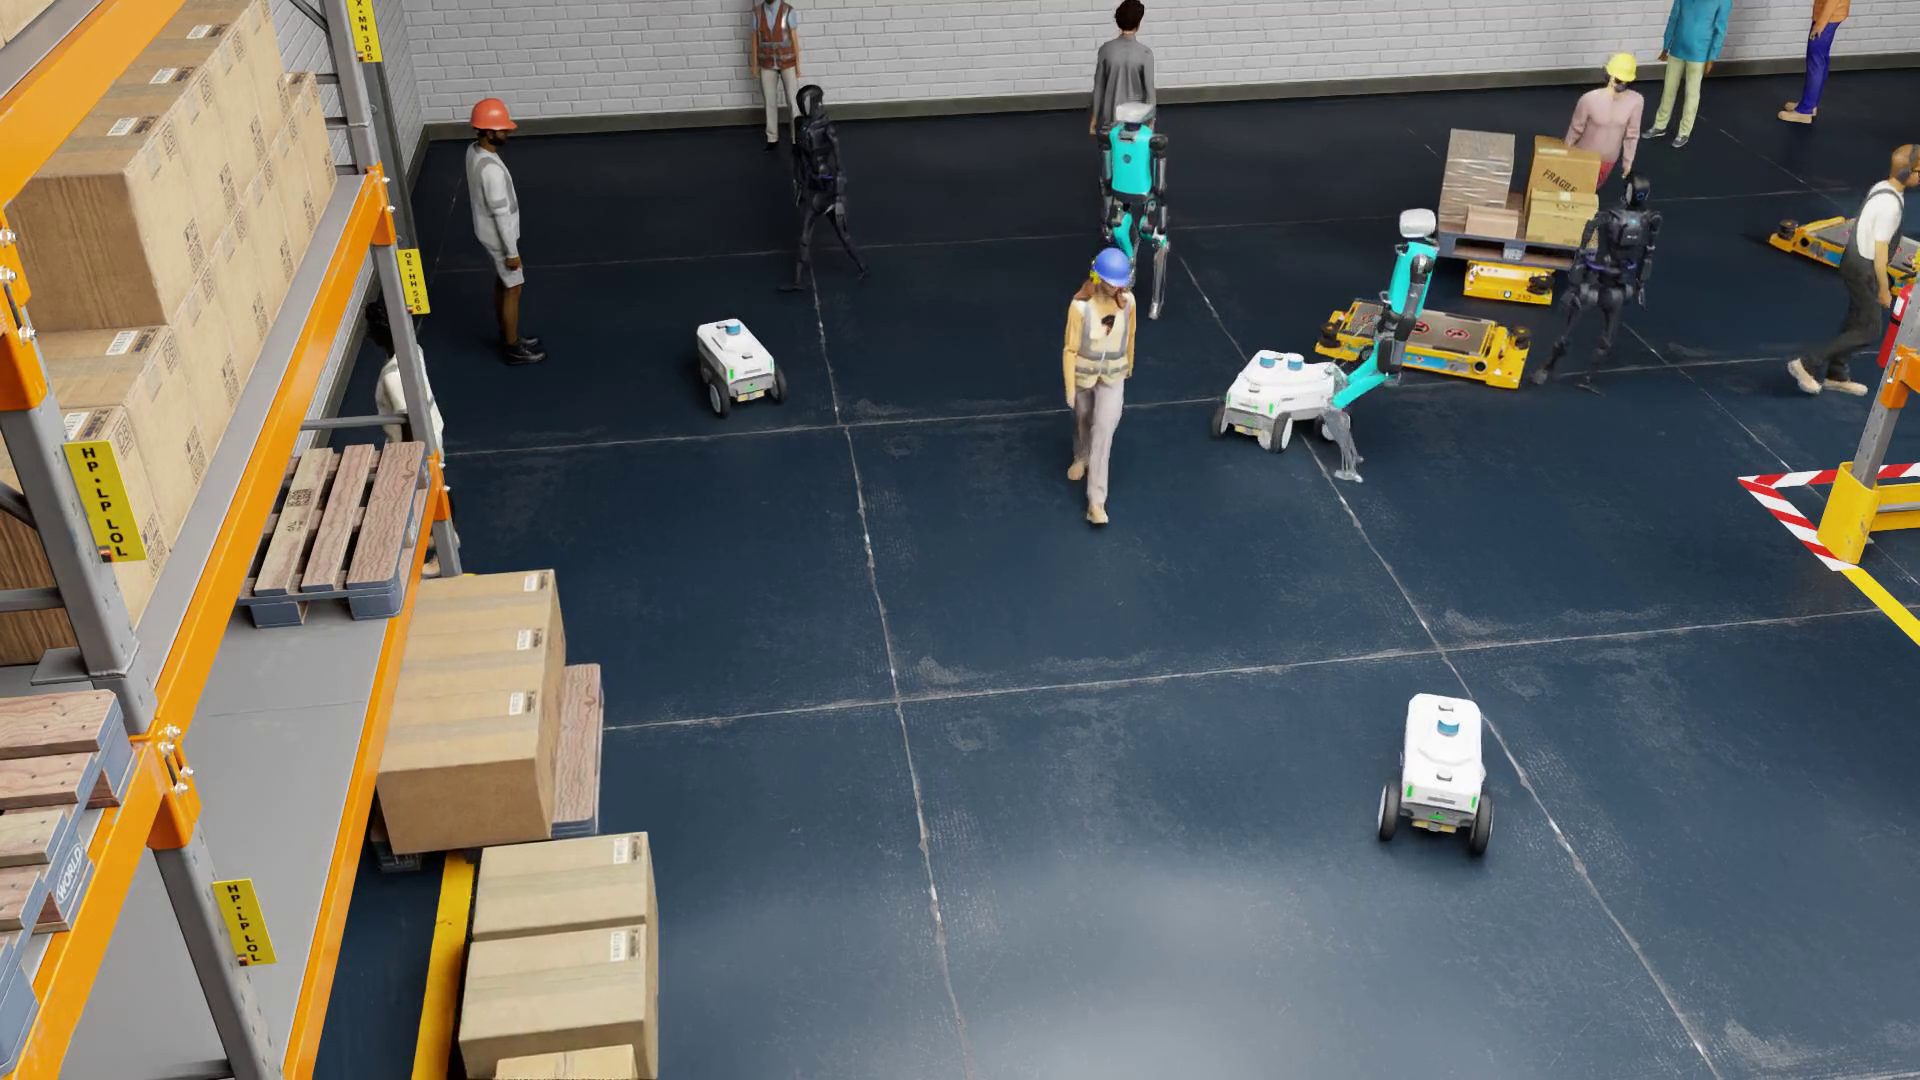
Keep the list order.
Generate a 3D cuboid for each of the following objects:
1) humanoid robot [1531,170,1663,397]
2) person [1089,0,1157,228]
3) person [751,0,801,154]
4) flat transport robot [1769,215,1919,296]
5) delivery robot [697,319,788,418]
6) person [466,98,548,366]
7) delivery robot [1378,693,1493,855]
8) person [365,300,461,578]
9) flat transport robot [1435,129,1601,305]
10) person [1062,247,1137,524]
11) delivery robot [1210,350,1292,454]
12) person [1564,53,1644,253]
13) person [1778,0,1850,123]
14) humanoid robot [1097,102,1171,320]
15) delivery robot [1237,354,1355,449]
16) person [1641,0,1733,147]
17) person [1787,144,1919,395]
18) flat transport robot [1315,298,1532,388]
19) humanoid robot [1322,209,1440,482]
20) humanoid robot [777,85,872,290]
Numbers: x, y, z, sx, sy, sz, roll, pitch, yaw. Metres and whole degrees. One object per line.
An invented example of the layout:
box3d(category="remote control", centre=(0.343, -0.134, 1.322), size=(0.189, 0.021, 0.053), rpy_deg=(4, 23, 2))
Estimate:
box3d(category="humanoid robot", centre=(4.340, -1.751, 11.255), size=(0.611, 1.645, 0.484), rpy_deg=(-4, 33, -7))
box3d(category="person", centre=(1.353, -3.552, 13.851), size=(0.545, 1.852, 0.952), rpy_deg=(14, 36, 21))
box3d(category="person", centre=(-1.680, -4.378, 15.268), size=(0.436, 1.679, 0.322), rpy_deg=(3, 33, 5))
box3d(category="flat transport robot", centre=(7.326, -2.271, 13.333), size=(0.659, 0.231, 1.431), rpy_deg=(-17, 37, -24))
box3d(category="delivery robot", centre=(-1.542, -1.227, 11.465), size=(0.499, 0.589, 0.784), rpy_deg=(-15, 36, -22))
box3d(category="person", centre=(-3.181, -2.135, 11.615), size=(0.382, 1.924, 0.546), rpy_deg=(-16, 36, -23))
box3d(category="delivery robot", centre=(2.292, 1.098, 7.912), size=(0.519, 0.598, 0.769), rpy_deg=(8, 34, 12))
box3d(category="person", centre=(-3.091, -0.573, 9.423), size=(0.321, 1.695, 0.535), rpy_deg=(-4, 33, -6))
box3d(category="flat transport robot", centre=(4.415, -2.285, 13.354), size=(0.659, 0.231, 1.431), rpy_deg=(9, 34, 14))
box3d(category="person", centre=(0.835, -0.988, 10.033), size=(0.473, 1.712, 0.931), rpy_deg=(-3, 33, -4))
box3d(category="delivery robot", centre=(2.022, -0.970, 11.066), size=(0.499, 0.583, 0.768), rpy_deg=(15, 36, 22))
box3d(category="person", centre=(5.040, -2.990, 13.102), size=(0.523, 1.714, 0.877), rpy_deg=(-4, 33, -6))
box3d(category="person", centre=(8.306, -5.023, 15.983), size=(0.388, 1.982, 0.516), rpy_deg=(22, 39, 30))
box3d(category="humanoid robot", centre=(1.356, -2.406, 12.210), size=(0.546, 1.783, 0.889), rpy_deg=(17, 37, 24))
box3d(category="delivery robot", centre=(2.237, -0.936, 11.042), size=(0.785, 0.613, 0.525), rpy_deg=(-8, 34, -12))
box3d(category="person", centre=(6.775, -4.555, 15.474), size=(0.345, 1.746, 0.571), rpy_deg=(-22, 39, -30))
box3d(category="person", centre=(6.047, -1.777, 11.153), size=(0.480, 1.829, 0.511), rpy_deg=(13, 35, 19))
box3d(category="flat transport robot", centre=(3.358, -1.433, 12.048), size=(1.431, 0.231, 0.659), rpy_deg=(13, 35, 19))
box3d(category="humanoid robot", centre=(2.513, -1.184, 10.347), size=(0.722, 1.804, 0.540), rpy_deg=(4, 33, 6))
box3d(category="humanoid robot", centre=(-1.055, -2.680, 12.728), size=(0.823, 1.623, 0.605), rpy_deg=(-27, 42, -35))
